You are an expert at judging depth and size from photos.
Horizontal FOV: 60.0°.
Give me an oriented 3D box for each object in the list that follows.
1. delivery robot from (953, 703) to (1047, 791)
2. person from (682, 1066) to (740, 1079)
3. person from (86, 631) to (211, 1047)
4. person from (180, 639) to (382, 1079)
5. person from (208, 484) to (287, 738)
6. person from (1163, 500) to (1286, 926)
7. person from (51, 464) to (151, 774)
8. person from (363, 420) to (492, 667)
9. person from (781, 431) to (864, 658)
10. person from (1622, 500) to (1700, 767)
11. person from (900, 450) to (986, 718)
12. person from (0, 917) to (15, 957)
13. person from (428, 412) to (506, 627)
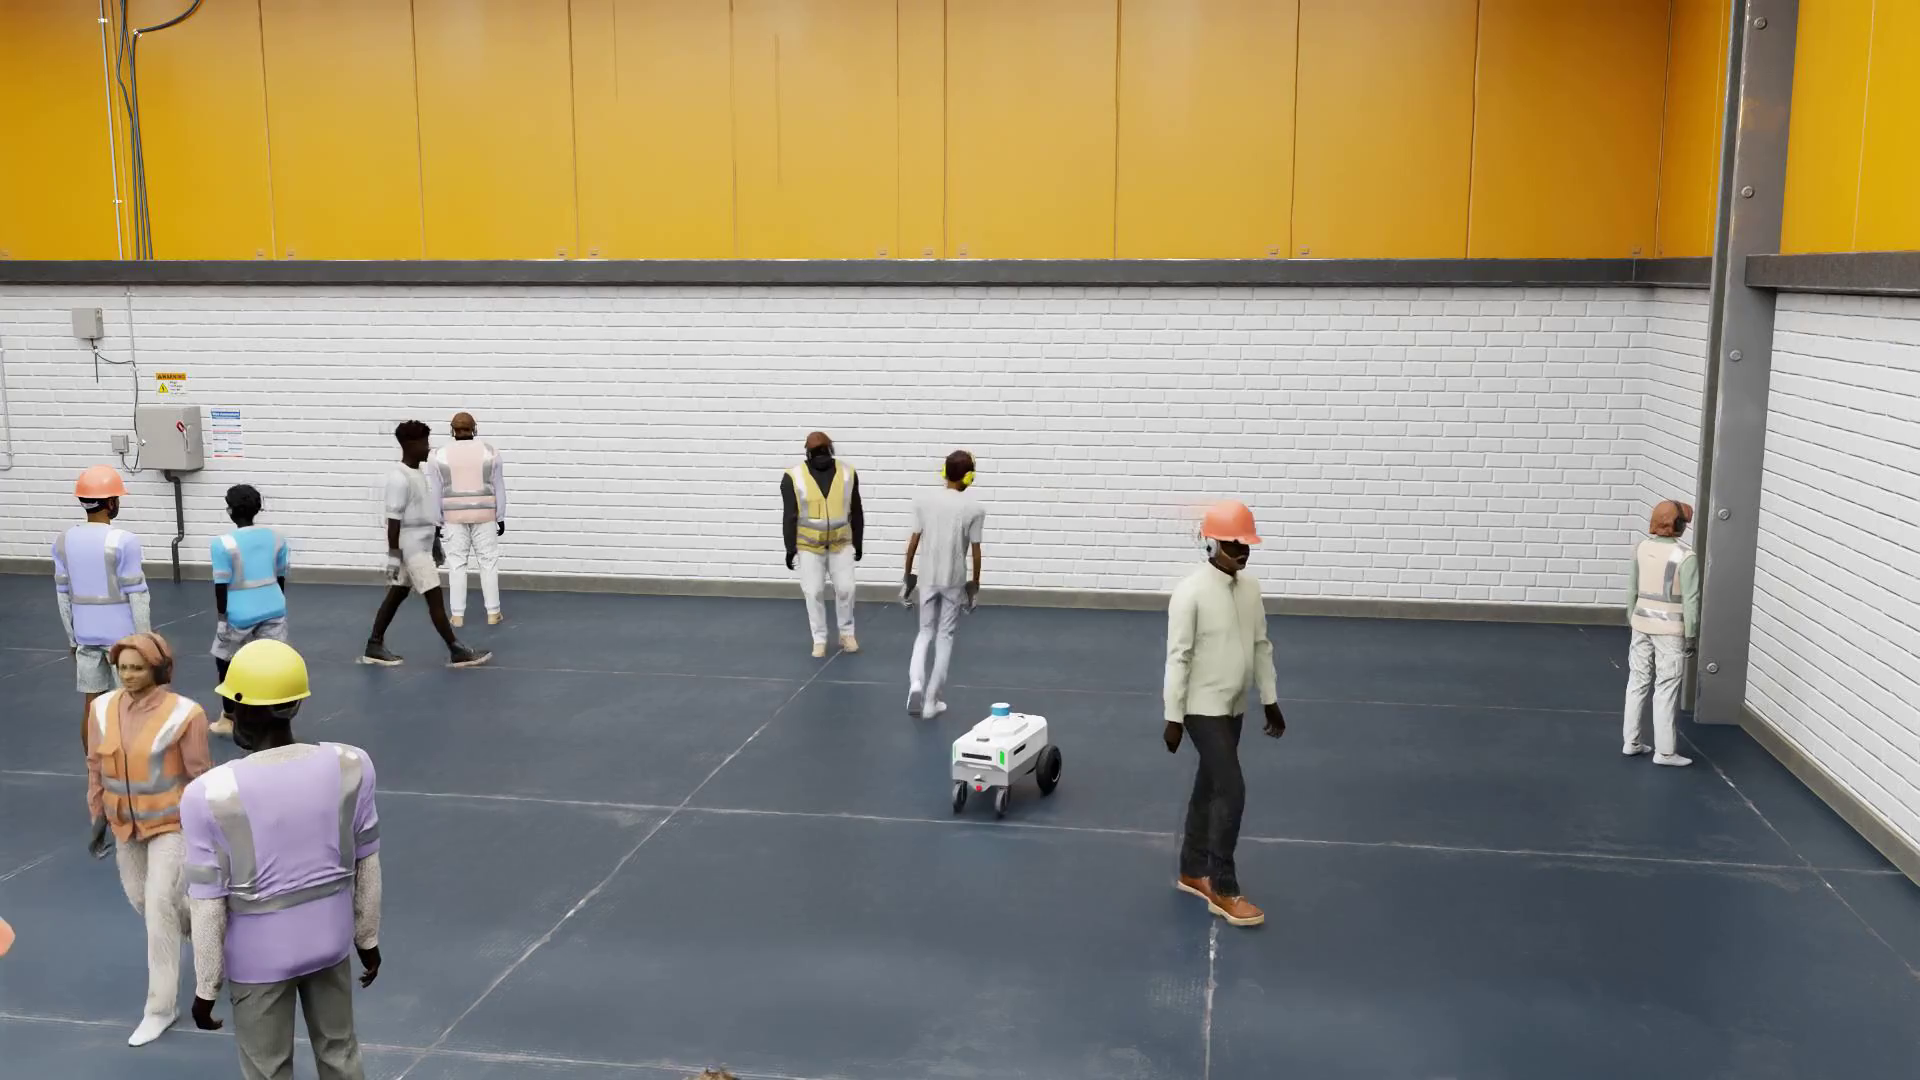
[{"bbox_3d":[0.233,1.177,9.518,0.477,0.478,0.707,4,10,24],"label":"delivery robot"},{"bbox_3d":[-0.388,1.731,2.485,0.579,1.824,0.556,1,9,8],"label":"person"},{"bbox_3d":[-3.230,1.139,6.769,0.510,1.615,0.728,2,9,12],"label":"person"},{"bbox_3d":[-2.067,1.251,5.115,0.353,1.930,0.594,9,13,44],"label":"person"},{"bbox_3d":[-4.617,0.471,10.717,0.693,1.670,0.548,7,11,35],"label":"person"},{"bbox_3d":[1.304,0.798,7.809,0.749,1.970,0.617,8,12,40],"label":"person"},{"bbox_3d":[-4.851,0.536,9.503,0.543,1.939,0.360,2,9,10],"label":"person"},{"bbox_3d":[-4.148,0.034,12.683,0.998,1.913,0.622,-1,9,-5],"label":"person"},{"bbox_3d":[-1.070,0.038,13.000,0.656,1.813,0.449,-3,10,-15],"label":"person"},{"bbox_3d":[4.313,0.568,10.233,0.310,1.636,0.523,-4,10,-23],"label":"person"},{"bbox_3d":[-0.121,0.314,11.196,0.582,1.830,0.552,2,9,12],"label":"person"},{"bbox_3d":[-2.103,1.565,3.213,0.676,1.962,0.846,8,12,40],"label":"person"},{"bbox_3d":[-4.193,-0.176,14.208,0.625,1.841,0.429,-3,10,-17],"label":"person"}]
